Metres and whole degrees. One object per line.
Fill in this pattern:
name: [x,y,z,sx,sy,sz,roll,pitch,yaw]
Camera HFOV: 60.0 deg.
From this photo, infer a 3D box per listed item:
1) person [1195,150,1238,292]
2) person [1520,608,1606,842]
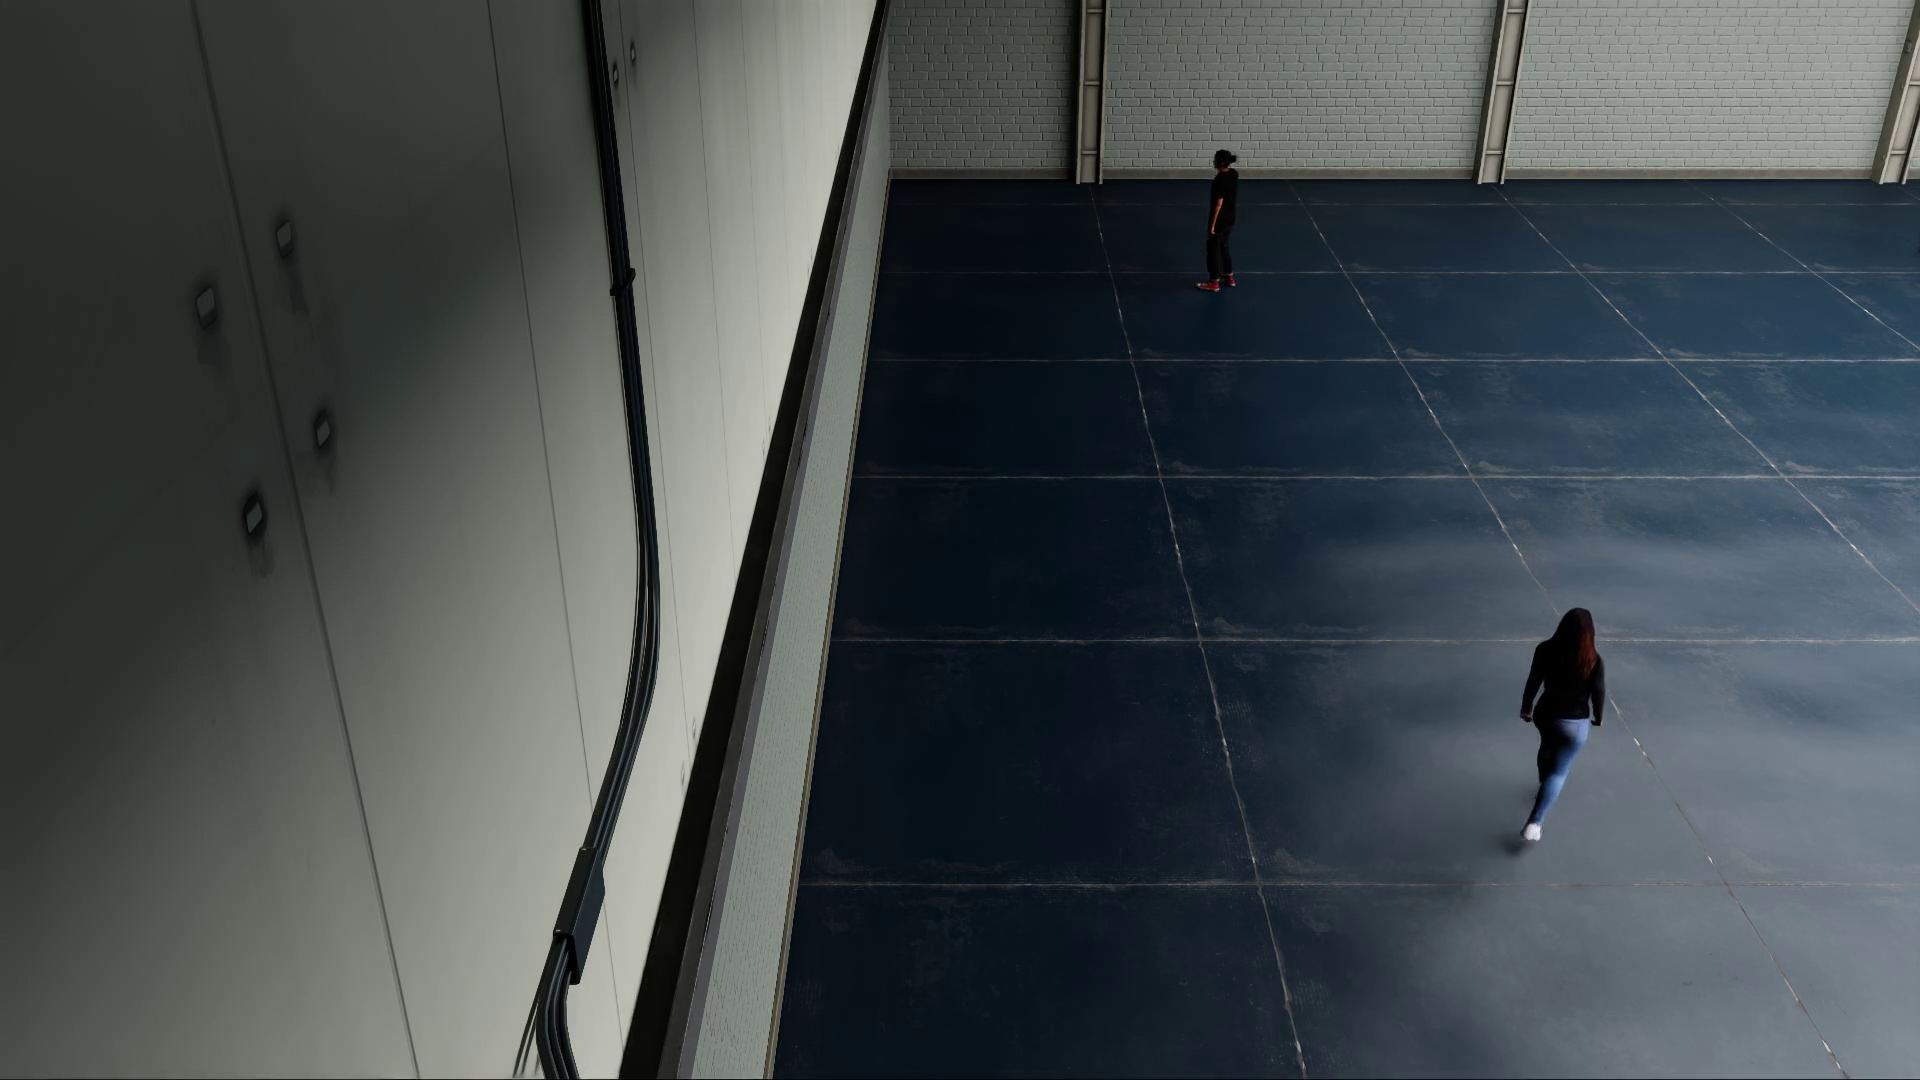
person: [3.191,-3.934,20.346,0.826,1.773,0.784,22,35,35]
person: [3.901,1.225,10.849,1.126,1.593,1.125,21,34,34]
